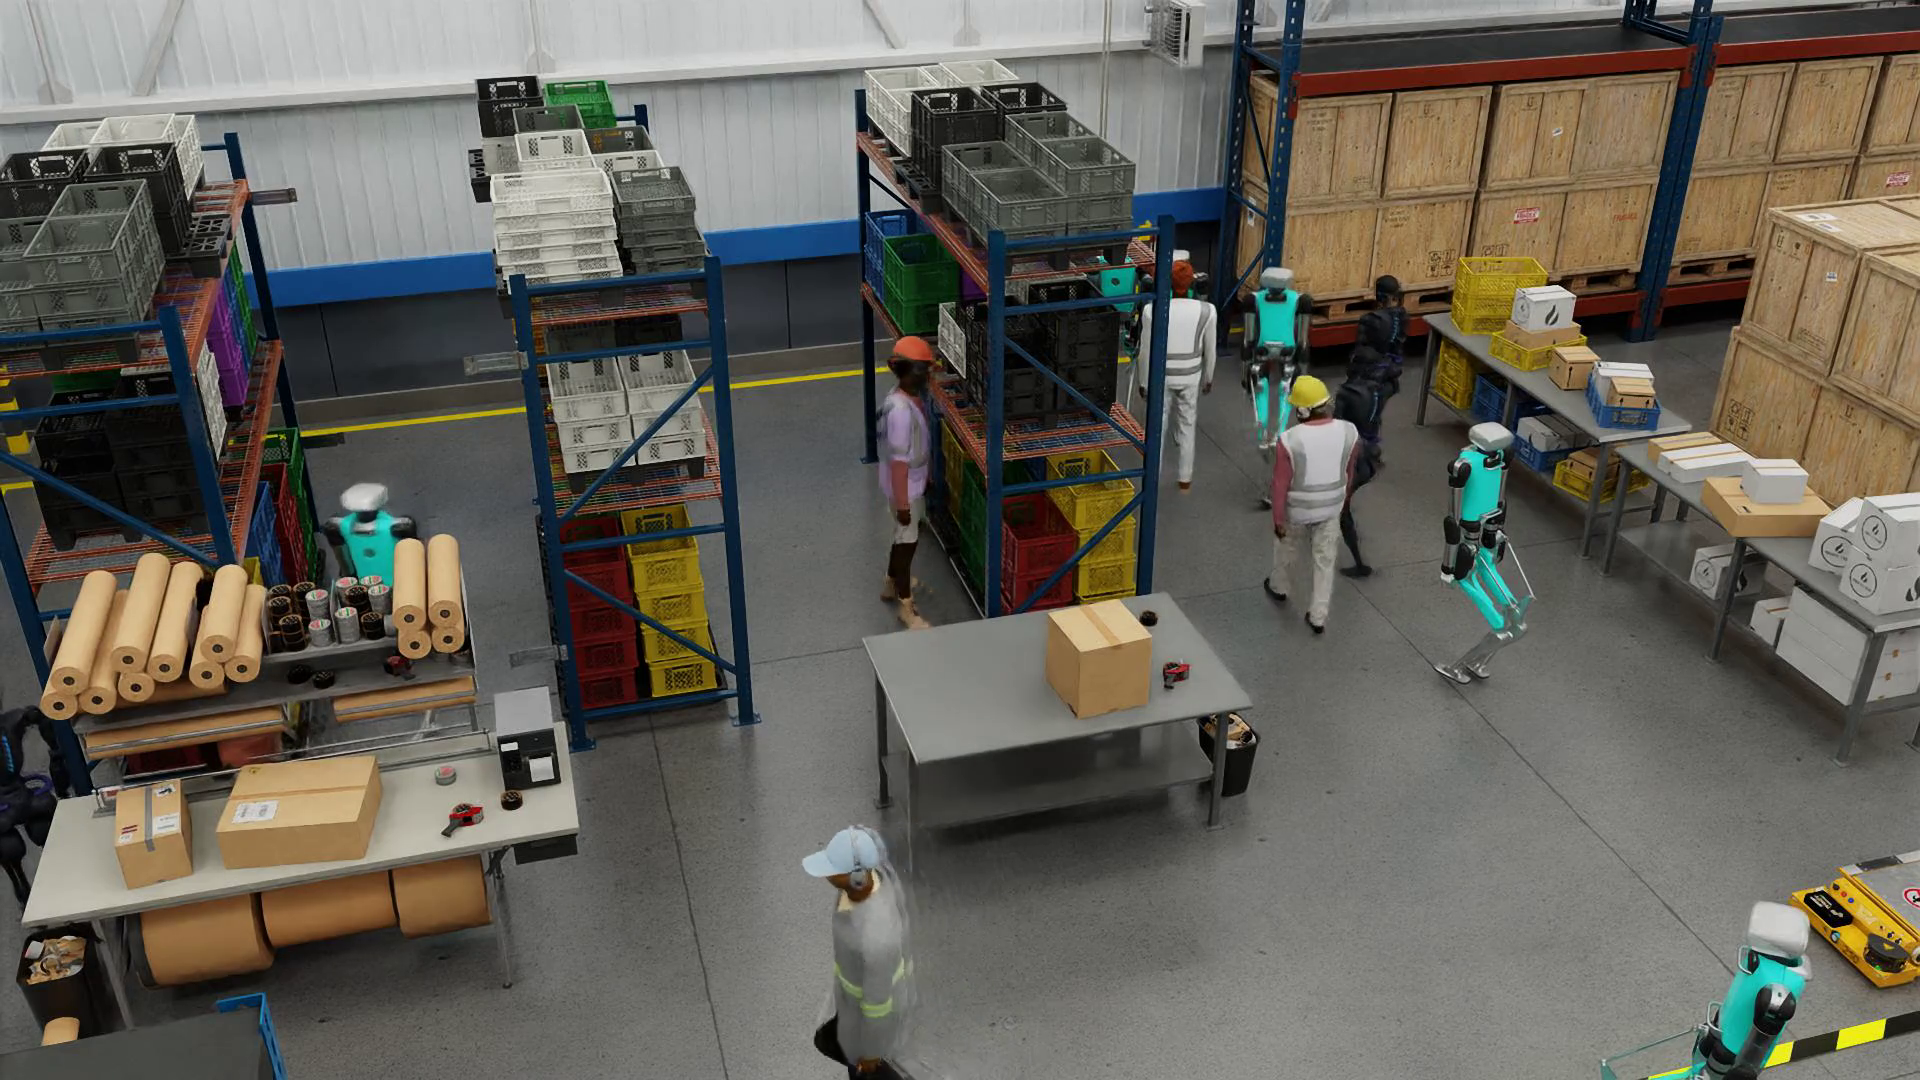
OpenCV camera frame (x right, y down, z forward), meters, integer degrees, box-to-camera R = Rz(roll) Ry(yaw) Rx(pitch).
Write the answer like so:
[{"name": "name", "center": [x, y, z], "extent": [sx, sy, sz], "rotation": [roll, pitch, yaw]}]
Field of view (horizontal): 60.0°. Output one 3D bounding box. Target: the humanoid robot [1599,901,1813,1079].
[{"name": "humanoid robot", "center": [2.862, 2.101, 6.675], "extent": [0.735, 1.677, 0.533], "rotation": [12, 31, 21]}]

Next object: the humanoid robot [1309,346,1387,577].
[{"name": "humanoid robot", "center": [2.781, -0.548, 11.739], "extent": [0.642, 1.638, 0.644], "rotation": [-21, 35, -33]}]

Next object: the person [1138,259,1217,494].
[{"name": "person", "center": [1.654, -1.236, 12.736], "extent": [0.585, 1.879, 0.349], "rotation": [1, 29, 2]}]

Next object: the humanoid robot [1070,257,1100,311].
[{"name": "humanoid robot", "center": [0.880, -1.581, 13.573], "extent": [0.608, 1.654, 0.373], "rotation": [-24, 37, -36]}]

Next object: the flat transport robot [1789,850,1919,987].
[{"name": "flat transport robot", "center": [5.163, 1.916, 8.676], "extent": [1.431, 0.231, 0.659], "rotation": [-8, 30, -14]}]

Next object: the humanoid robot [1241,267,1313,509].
[{"name": "humanoid robot", "center": [2.367, -1.092, 12.685], "extent": [0.559, 1.819, 0.929], "rotation": [6, 29, 11]}]

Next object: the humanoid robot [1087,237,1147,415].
[{"name": "humanoid robot", "center": [1.348, -1.796, 13.765], "extent": [0.533, 1.677, 0.735], "rotation": [10, 30, 17]}]

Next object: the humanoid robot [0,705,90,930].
[{"name": "humanoid robot", "center": [-4.685, 1.363, 8.232], "extent": [0.423, 1.656, 0.606], "rotation": [21, 35, 33]}]

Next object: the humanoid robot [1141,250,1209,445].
[{"name": "humanoid robot", "center": [1.716, -1.606, 13.571], "extent": [0.568, 1.767, 0.859], "rotation": [1, 29, 2]}]

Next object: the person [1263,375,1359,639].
[{"name": "person", "center": [2.308, -0.278, 11.082], "extent": [0.612, 1.786, 0.837], "rotation": [-4, 29, -7]}]

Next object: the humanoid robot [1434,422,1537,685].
[{"name": "humanoid robot", "center": [3.318, 0.143, 10.285], "extent": [0.533, 1.710, 0.702], "rotation": [-20, 35, -32]}]

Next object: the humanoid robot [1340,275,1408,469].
[{"name": "humanoid robot", "center": [3.233, -1.269, 13.012], "extent": [0.609, 1.639, 0.321], "rotation": [-17, 33, -28]}]

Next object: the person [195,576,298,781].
[{"name": "person", "center": [-3.632, 1.043, 8.501], "extent": [0.373, 1.965, 0.606], "rotation": [8, 30, 14]}]

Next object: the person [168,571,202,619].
[{"name": "person", "center": [-3.936, 0.946, 8.844], "extent": [0.694, 1.805, 0.642], "rotation": [-23, 36, -35]}]

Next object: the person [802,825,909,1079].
[{"name": "person", "center": [-0.427, 1.943, 6.993], "extent": [0.447, 1.840, 0.609], "rotation": [-6, 29, -11]}]

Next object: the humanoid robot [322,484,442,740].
[{"name": "humanoid robot", "center": [-3.329, 0.337, 10.072], "extent": [0.554, 1.794, 0.935], "rotation": [2, 29, 3]}]

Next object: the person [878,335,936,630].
[{"name": "person", "center": [-0.370, -0.358, 11.031], "extent": [0.399, 1.993, 0.723], "rotation": [3, 29, 5]}]
